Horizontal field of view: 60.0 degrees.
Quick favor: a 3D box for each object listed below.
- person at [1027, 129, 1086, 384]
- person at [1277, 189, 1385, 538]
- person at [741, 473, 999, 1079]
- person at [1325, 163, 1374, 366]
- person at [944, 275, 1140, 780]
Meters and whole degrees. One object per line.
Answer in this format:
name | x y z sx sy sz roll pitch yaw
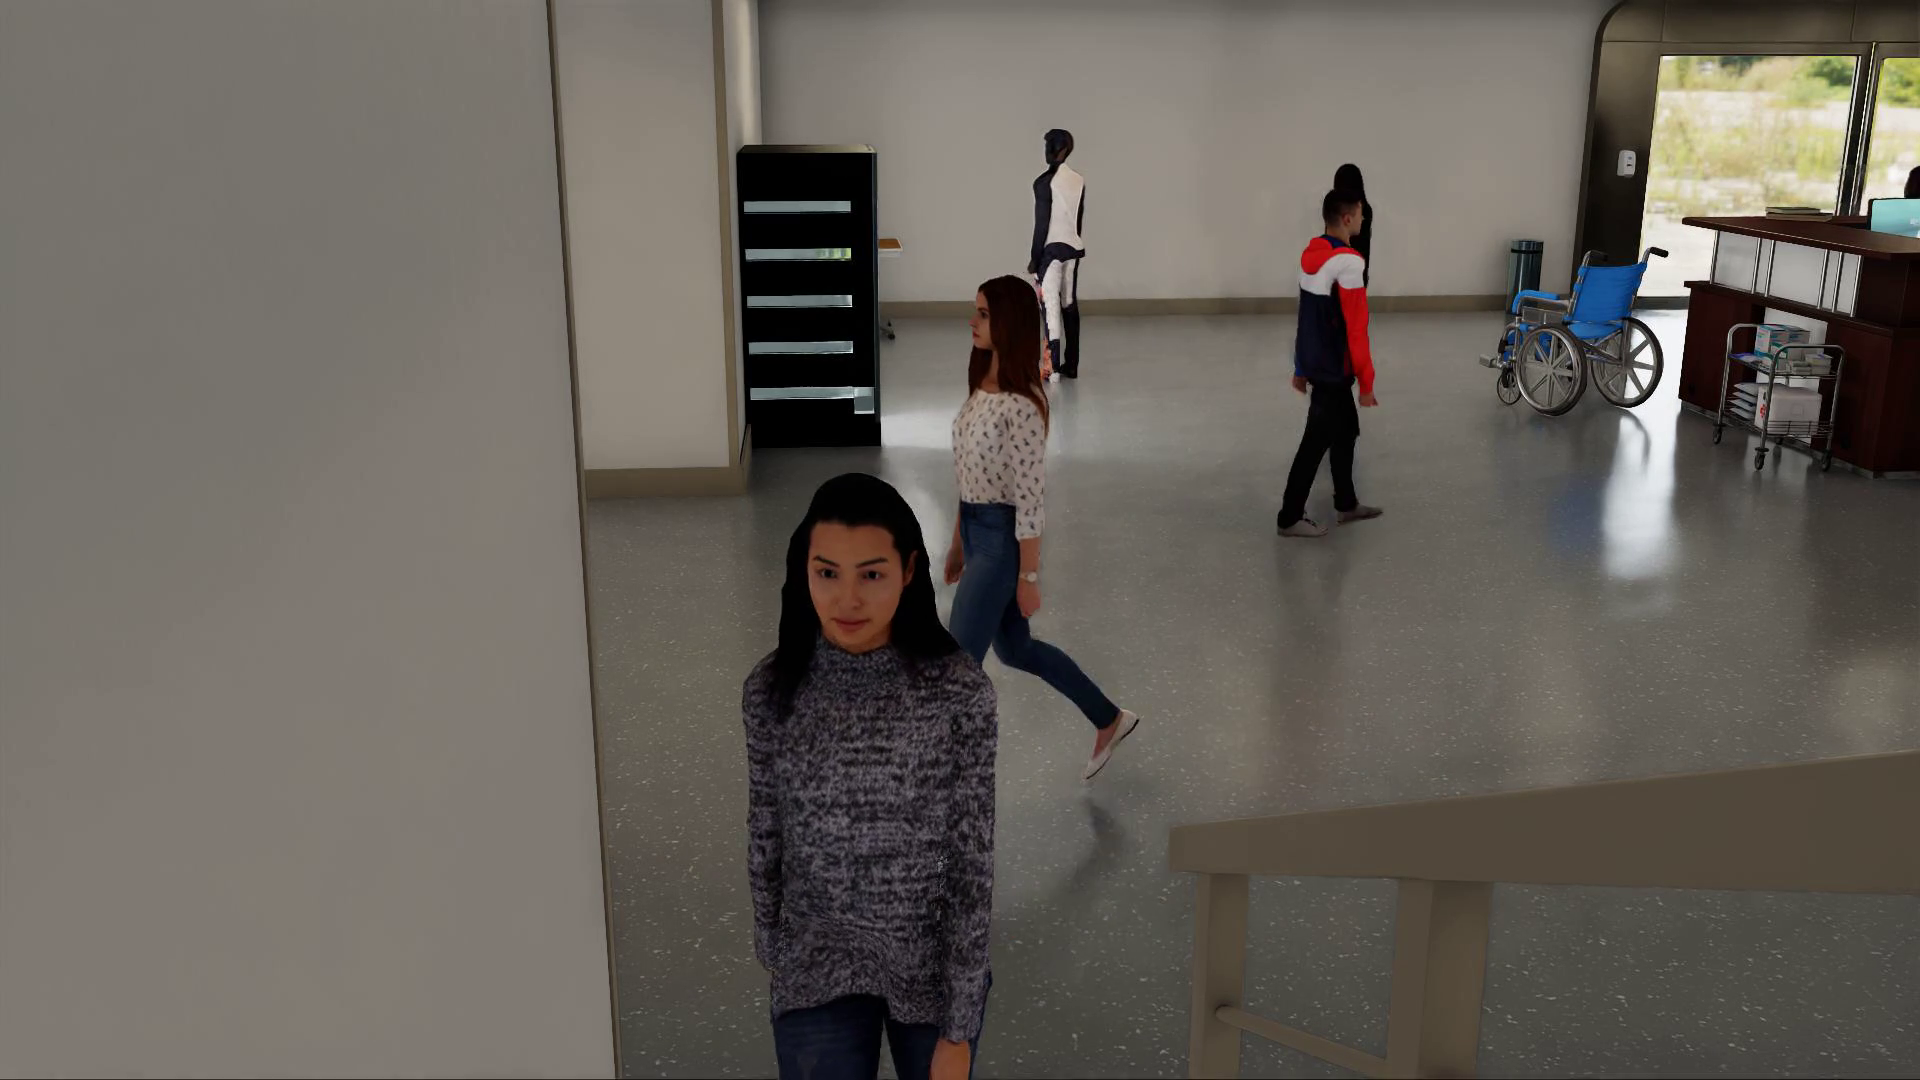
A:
person | 0.744 -2.171 12.706 0.776 1.893 0.813 -15 22 -43
person | 1.758 -0.848 8.298 0.780 1.737 0.841 -3 16 -11
person | -0.105 0.712 2.846 0.710 1.693 1.177 1 16 5
person | 2.966 -2.008 12.600 0.676 1.637 0.889 -5 16 -16
person | 0.204 0.041 5.214 0.740 1.701 1.054 -4 16 -13
